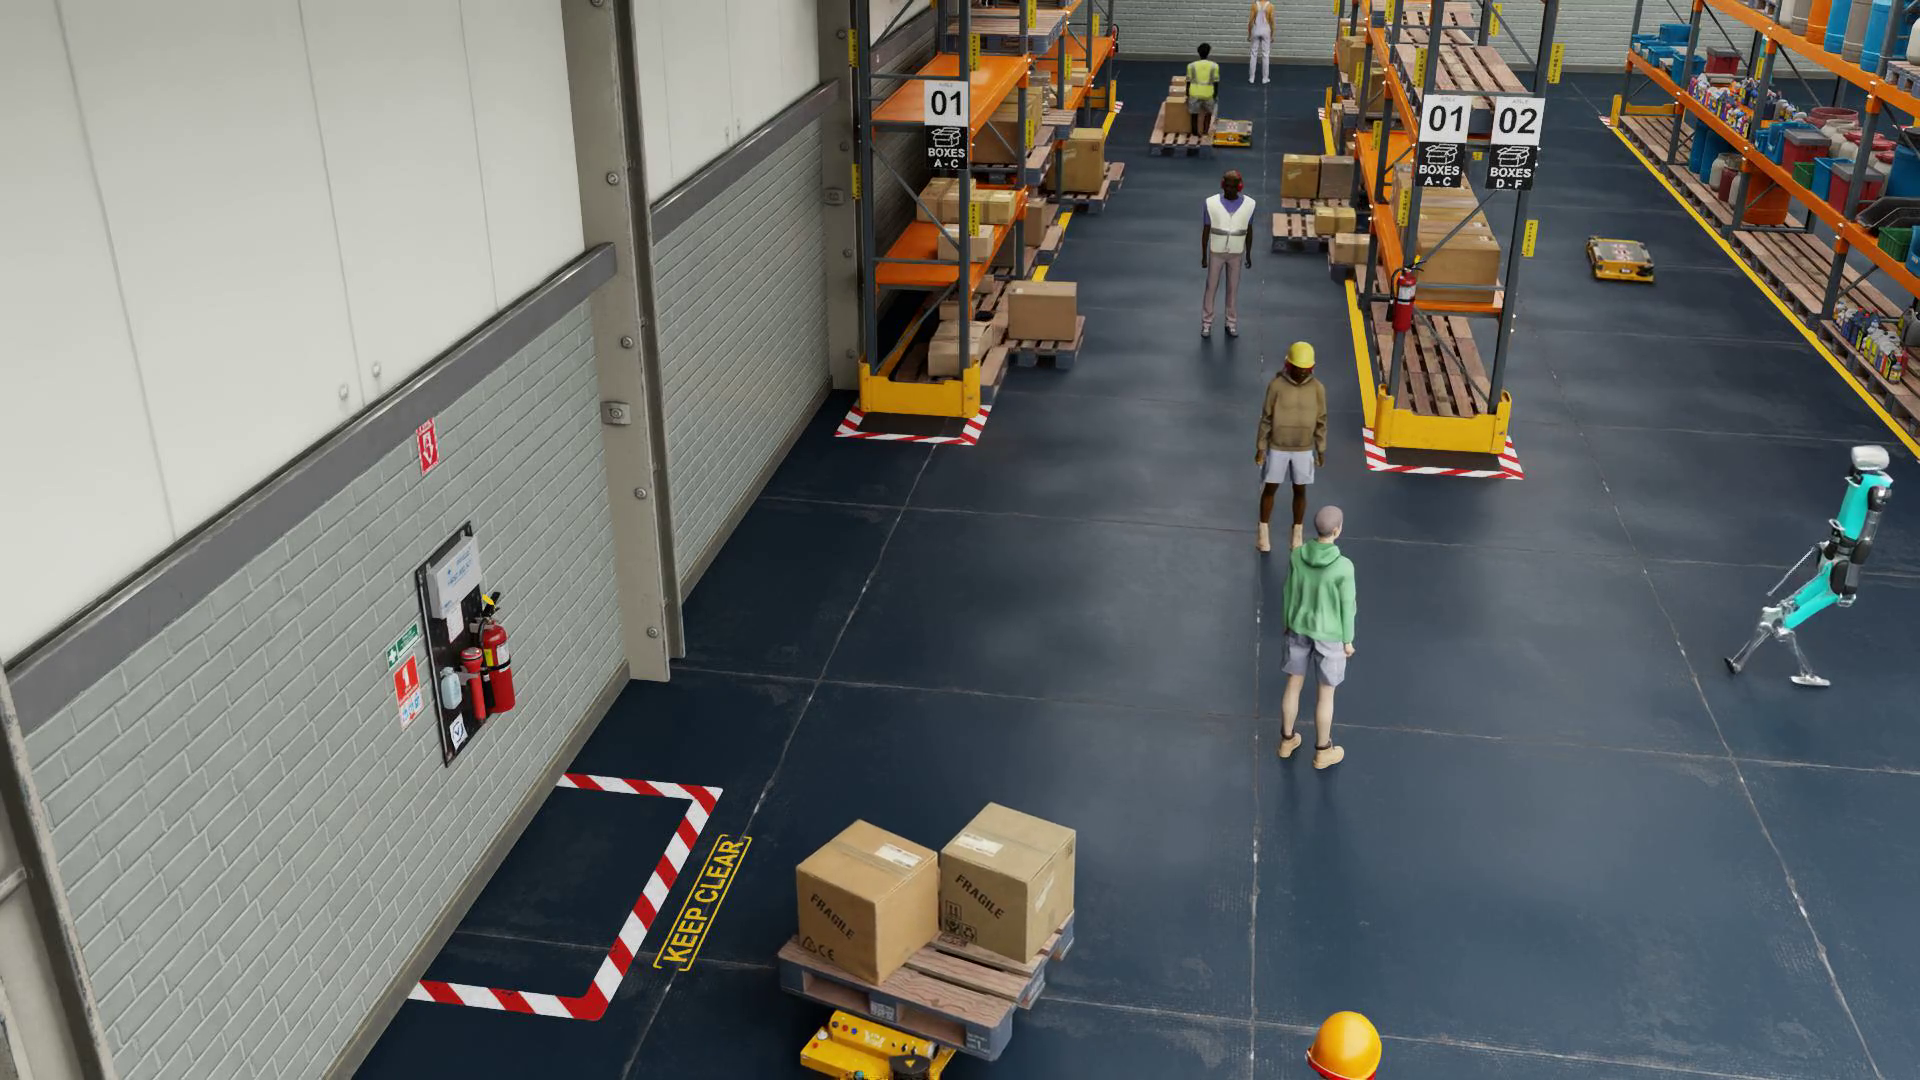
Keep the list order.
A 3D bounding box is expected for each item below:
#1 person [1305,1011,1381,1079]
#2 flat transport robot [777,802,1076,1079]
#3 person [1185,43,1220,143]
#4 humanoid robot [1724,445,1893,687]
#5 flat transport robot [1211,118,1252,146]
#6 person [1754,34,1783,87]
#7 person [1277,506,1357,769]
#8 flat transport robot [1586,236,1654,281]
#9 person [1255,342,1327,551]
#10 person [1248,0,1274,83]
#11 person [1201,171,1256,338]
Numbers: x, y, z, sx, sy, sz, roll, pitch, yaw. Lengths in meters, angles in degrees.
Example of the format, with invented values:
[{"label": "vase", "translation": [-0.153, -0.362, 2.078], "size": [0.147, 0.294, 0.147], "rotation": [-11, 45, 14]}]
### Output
[{"label": "person", "translation": [1.334, 2.507, 6.074], "size": [0.558, 1.896, 0.355], "rotation": [14, 28, 27]}, {"label": "flat transport robot", "translation": [-0.175, 2.269, 8.500], "size": [0.659, 0.231, 1.431], "rotation": [12, 27, 23]}, {"label": "person", "translation": [3.955, -7.270, 27.232], "size": [0.555, 1.673, 0.365], "rotation": [2, 25, 5]}, {"label": "humanoid robot", "translation": [5.657, 0.230, 11.219], "size": [0.853, 1.854, 0.551], "rotation": [5, 25, 10]}, {"label": "flat transport robot", "translation": [4.586, -6.874, 28.071], "size": [0.659, 0.231, 1.431], "rotation": [4, 25, 9]}, {"label": "person", "translation": [15.836, -9.764, 32.486], "size": [0.324, 1.769, 0.523], "rotation": [-17, 30, -32]}, {"label": "person", "translation": [2.208, 0.602, 10.326], "size": [0.472, 1.743, 0.336], "rotation": [19, 31, 35]}, {"label": "flat transport robot", "translation": [8.297, -3.537, 20.928], "size": [0.659, 0.231, 1.431], "rotation": [6, 26, 13]}, {"label": "person", "translation": [2.627, -0.748, 13.205], "size": [0.553, 1.756, 0.412], "rotation": [2, 25, 5]}, {"label": "person", "translation": [5.951, -10.004, 32.887], "size": [0.509, 1.863, 0.388], "rotation": [7, 26, 14]}, {"label": "person", "translation": [2.919, -3.134, 18.208], "size": [0.563, 1.840, 0.397], "rotation": [0, 25, -1]}]
